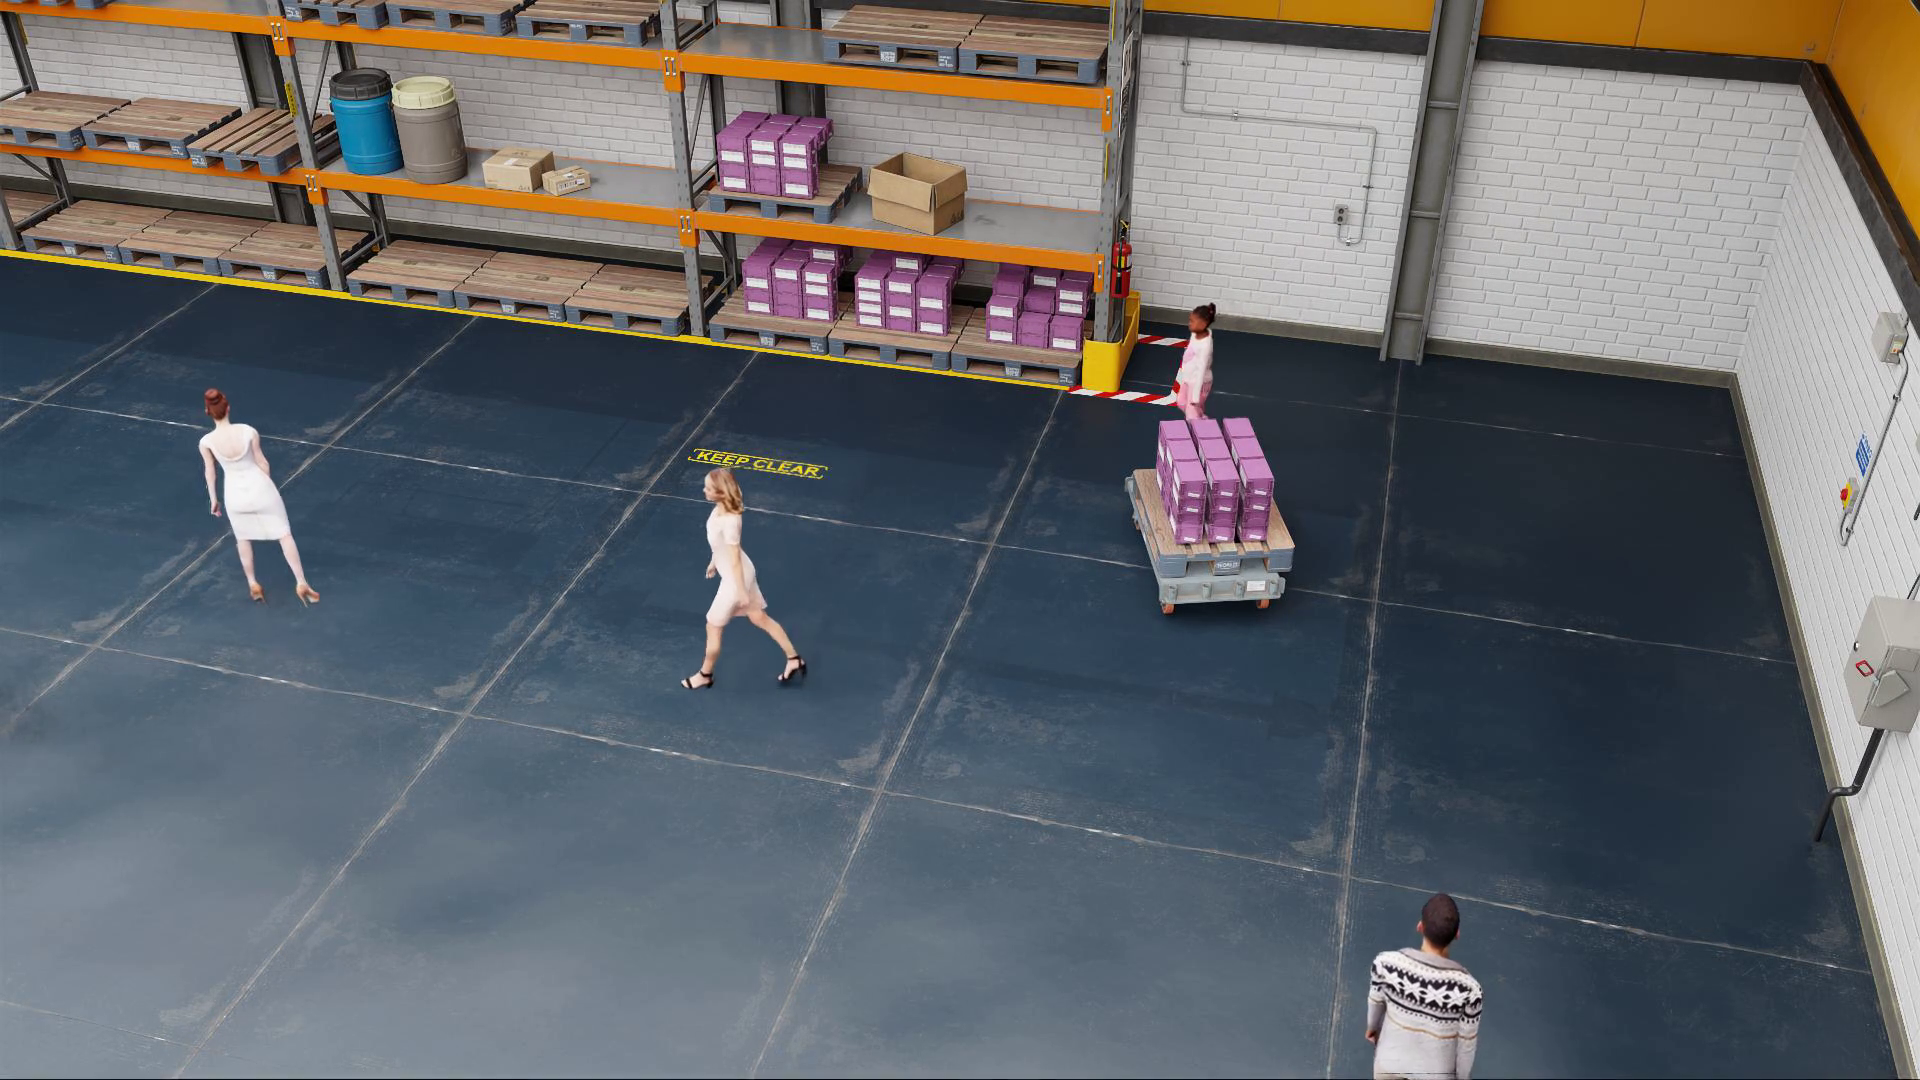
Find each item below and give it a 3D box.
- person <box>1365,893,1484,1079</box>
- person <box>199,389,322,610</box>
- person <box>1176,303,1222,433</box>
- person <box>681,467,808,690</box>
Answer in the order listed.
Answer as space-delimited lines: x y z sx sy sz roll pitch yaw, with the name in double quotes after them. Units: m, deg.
2.138 2.518 7.873 0.910 1.835 0.864 15 37 22 "person"
-5.217 -0.290 12.141 0.860 1.786 0.972 -9 35 -14 "person"
2.070 -1.361 14.065 0.745 1.441 0.657 -1 34 -2 "person"
-1.415 0.287 11.274 1.165 1.784 0.800 -2 34 -2 "person"
